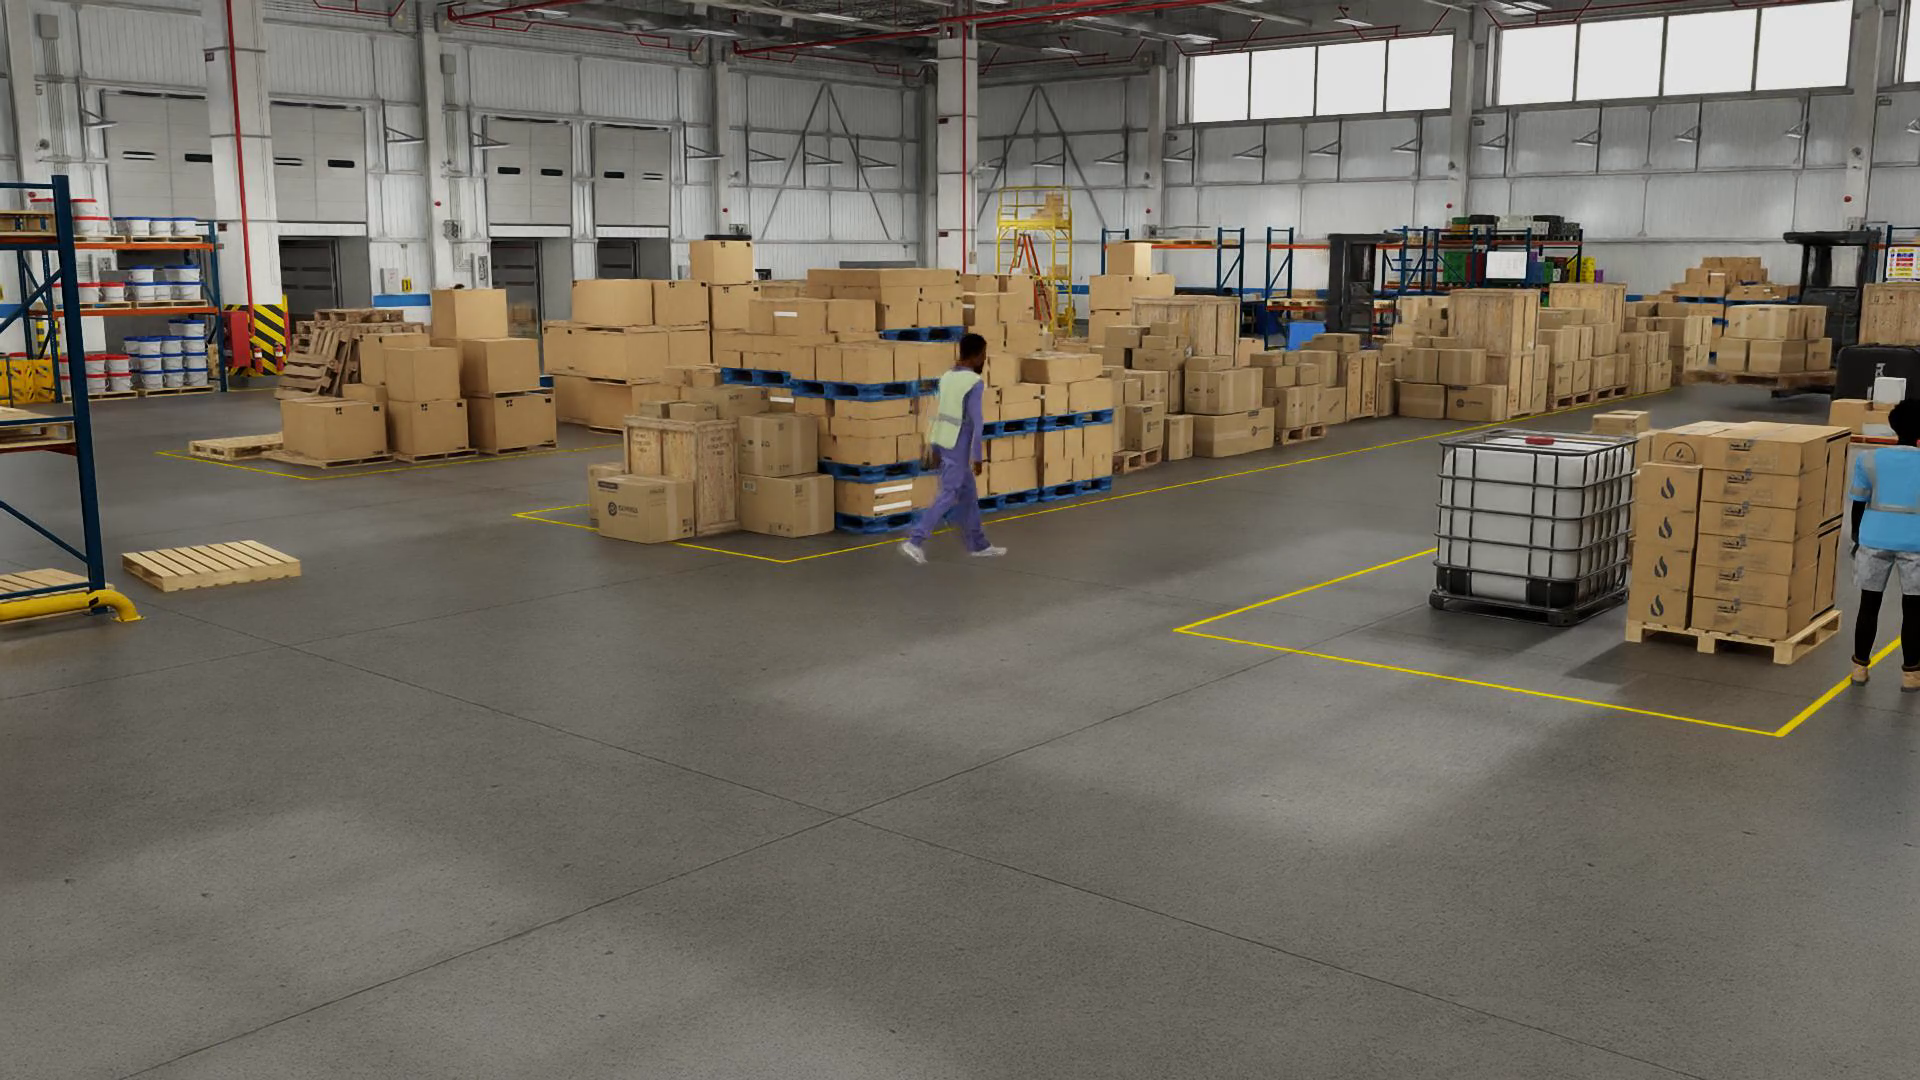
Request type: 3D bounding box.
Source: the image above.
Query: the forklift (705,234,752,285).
[{"bbox_3d":[-4.857,-5.045,35.116,1.129,2.768,1.873,-4,11,-22],"label":"forklift"}]

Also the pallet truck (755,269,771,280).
[{"bbox_3d":[-4.996,-6.432,45.525,1.885,1.965,0.823,-6,12,-32],"label":"pallet truck"}]

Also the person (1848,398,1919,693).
[{"bbox_3d":[5.410,0.029,9.591,0.540,1.697,0.317,8,13,39],"label":"person"}]

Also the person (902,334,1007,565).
[{"bbox_3d":[-0.075,-0.738,13.505,0.976,1.869,0.645,-5,11,-25],"label":"person"}]

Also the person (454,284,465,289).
[{"bbox_3d":[-10.600,-4.534,35.308,0.959,1.801,0.536,0,10,-2],"label":"person"}]

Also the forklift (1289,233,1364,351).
[{"bbox_3d":[7.501,-4.592,32.538,1.873,2.768,1.129,8,13,40],"label":"forklift"}]

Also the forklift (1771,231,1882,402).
[{"bbox_3d":[14.728,-3.757,27.784,1.873,2.768,1.129,-7,12,-33],"label":"forklift"}]
